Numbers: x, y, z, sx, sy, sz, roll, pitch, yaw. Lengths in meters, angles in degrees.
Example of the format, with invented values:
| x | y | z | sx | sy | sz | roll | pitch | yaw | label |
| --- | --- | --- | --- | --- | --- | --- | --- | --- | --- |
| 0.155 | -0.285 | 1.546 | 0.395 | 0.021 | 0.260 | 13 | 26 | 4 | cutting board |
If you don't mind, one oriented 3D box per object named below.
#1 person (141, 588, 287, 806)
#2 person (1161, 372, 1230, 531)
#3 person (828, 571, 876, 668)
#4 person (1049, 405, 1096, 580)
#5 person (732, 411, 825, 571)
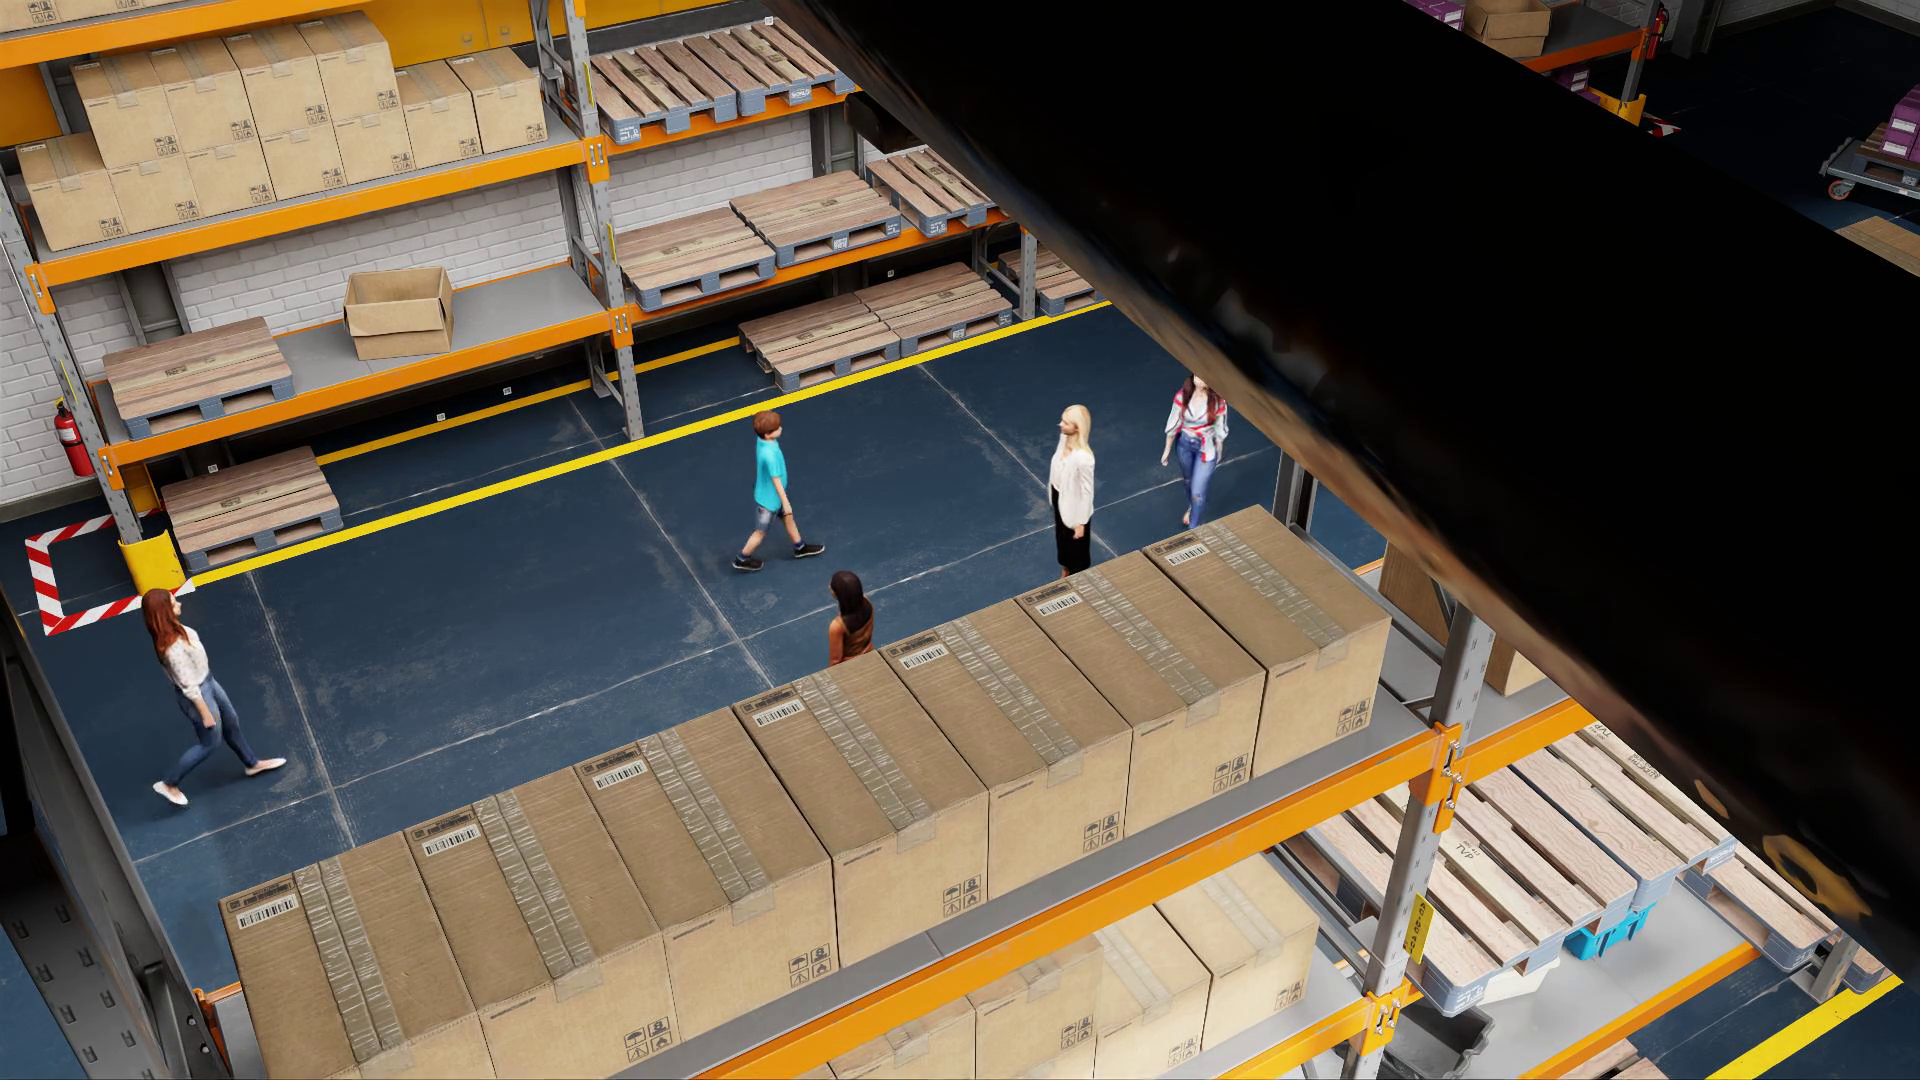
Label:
| x | y | z | sx | sy | sz | roll | pitch | yaw | label |
| --- | --- | --- | --- | --- | --- | --- | --- | --- | --- |
| -4.979 | 1.022 | 10.696 | 1.039 | 1.706 | 0.638 | -17 | 42 | -20 | person |
| 1.885 | -0.767 | 13.029 | 0.842 | 1.589 | 0.952 | 20 | 43 | 23 | person |
| -0.691 | 0.869 | 10.906 | 0.698 | 1.683 | 0.591 | 21 | 43 | 24 | person |
| 0.815 | -0.202 | 12.107 | 0.574 | 1.858 | 0.639 | -13 | 40 | -16 | person |
| -1.511 | -0.347 | 12.640 | 1.019 | 1.419 | 0.730 | -8 | 39 | -9 | person |
